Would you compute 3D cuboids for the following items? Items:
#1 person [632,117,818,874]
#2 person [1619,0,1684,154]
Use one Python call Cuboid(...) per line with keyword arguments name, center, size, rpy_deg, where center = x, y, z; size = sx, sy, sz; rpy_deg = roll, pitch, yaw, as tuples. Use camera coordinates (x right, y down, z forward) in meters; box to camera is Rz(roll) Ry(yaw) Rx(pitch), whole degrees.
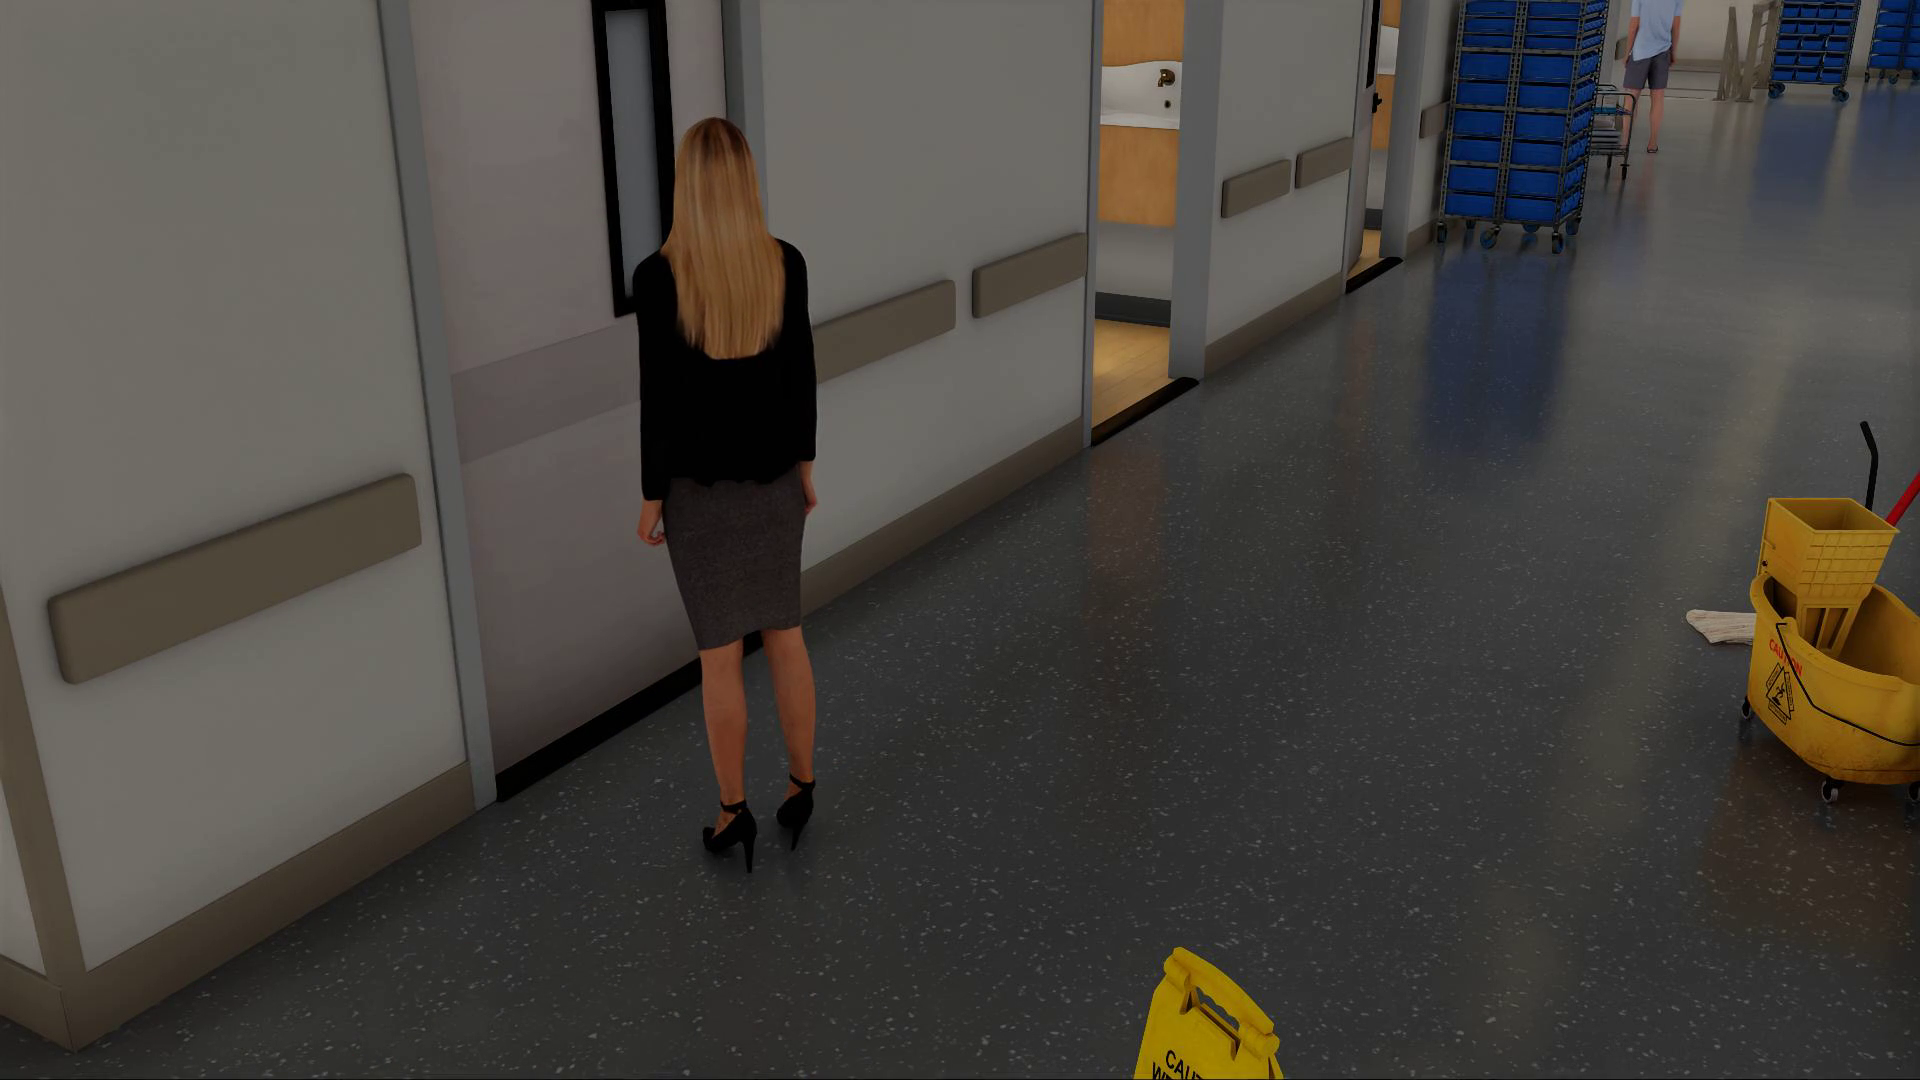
Cuboid(name="person", center=(-0.541, -0.075, 4.004), size=(0.638, 1.842, 0.758), rpy_deg=(-13, 24, -30))
Cuboid(name="person", center=(6.814, -4.774, 16.422), size=(0.716, 1.833, 0.681), rpy_deg=(4, 21, 10))
